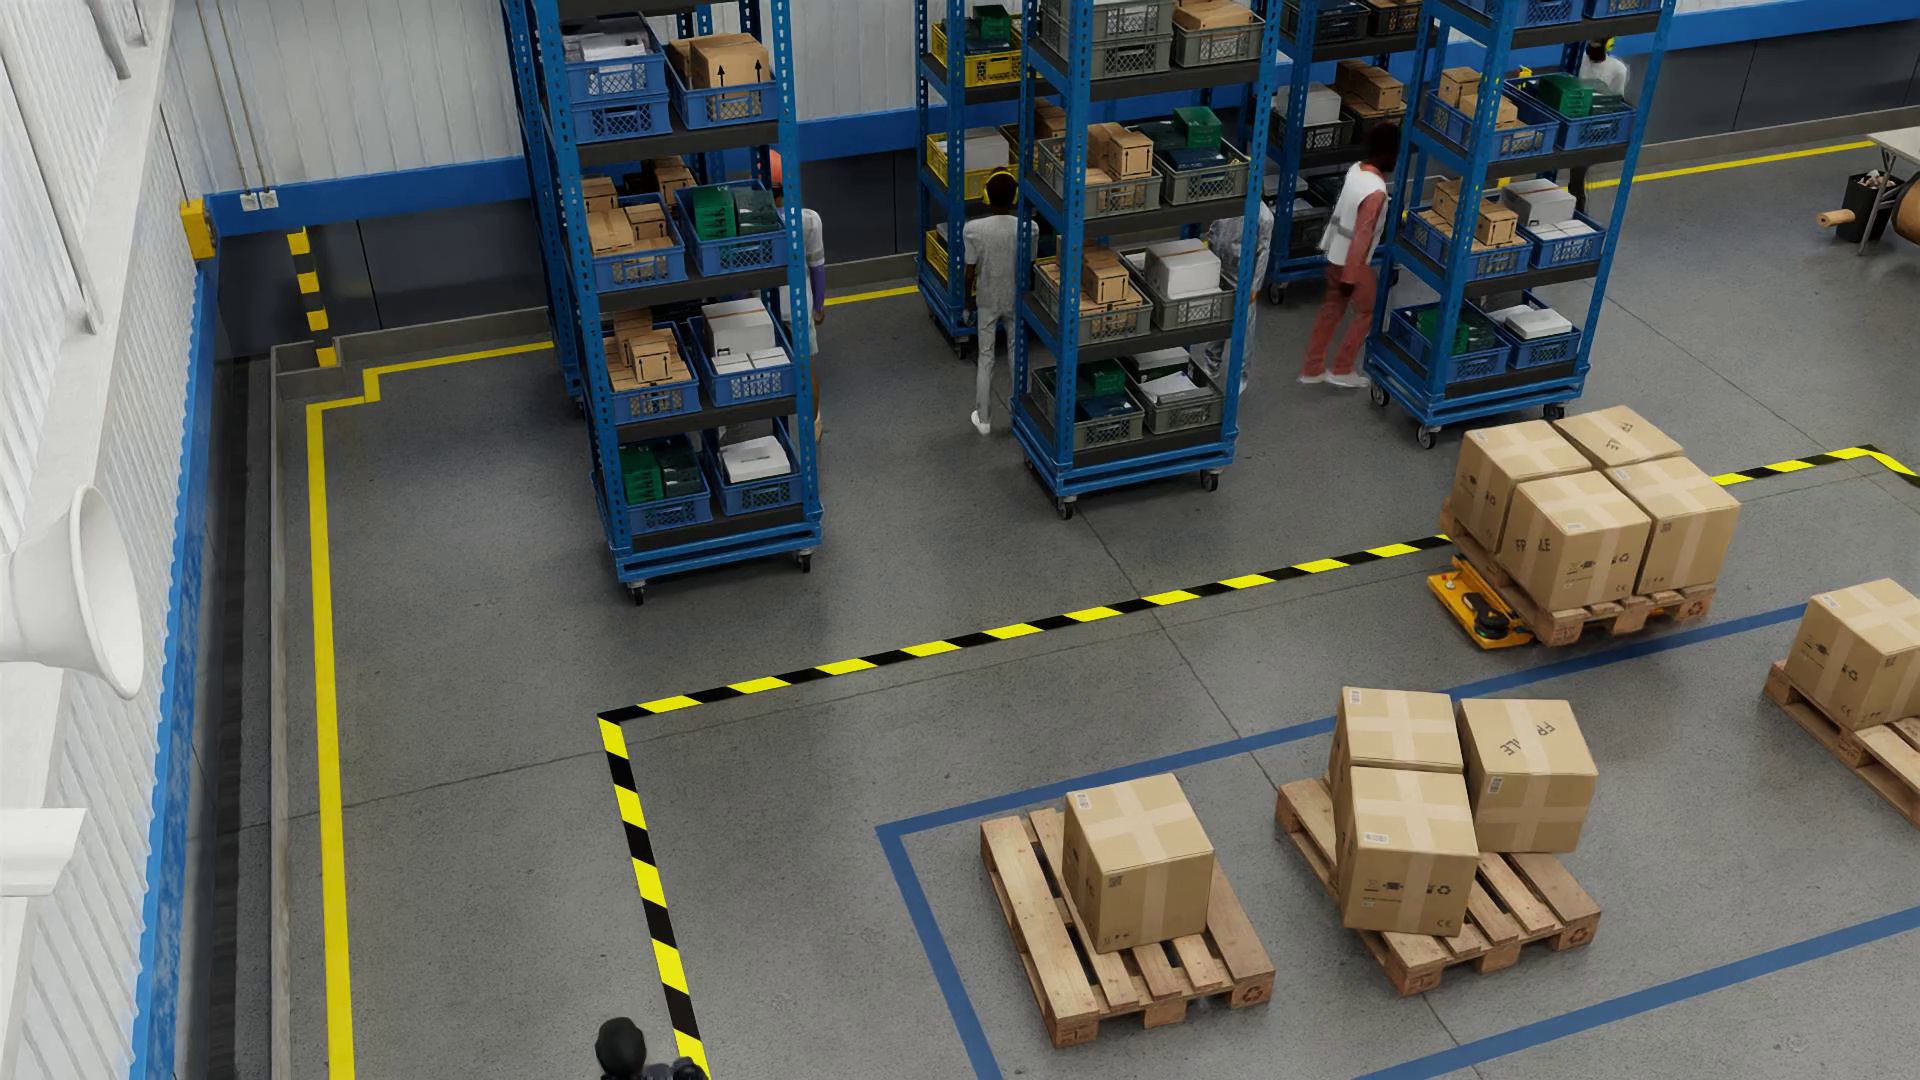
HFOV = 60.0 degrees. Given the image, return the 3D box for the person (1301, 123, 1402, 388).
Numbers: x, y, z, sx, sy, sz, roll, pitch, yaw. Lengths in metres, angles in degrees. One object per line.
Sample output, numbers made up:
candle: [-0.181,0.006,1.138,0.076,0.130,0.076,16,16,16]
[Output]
person: [2.682,-1.921,11.389,0.577,1.870,0.614,-4,35,-5]

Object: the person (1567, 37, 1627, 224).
person: [4.930,-3.222,13.253,0.890,1.834,0.565,-25,42,-31]

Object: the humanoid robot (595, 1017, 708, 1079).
humanoid robot: [-1.042,2.242,5.664,0.599,1.635,0.643,-18,39,-23]

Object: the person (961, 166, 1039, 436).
person: [0.264,-1.542,10.849,0.509,1.876,0.329,-3,35,-4]

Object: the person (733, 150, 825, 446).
person: [-1.157,-1.508,10.656,0.604,2.045,0.384,-8,36,-11]

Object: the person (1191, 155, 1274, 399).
person: [1.857,-1.795,11.321,0.485,1.741,0.301,29,45,35]

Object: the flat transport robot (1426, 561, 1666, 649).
flat transport robot: [3.525,0.256,9.669,1.431,0.197,0.652,-9,36,-13]
